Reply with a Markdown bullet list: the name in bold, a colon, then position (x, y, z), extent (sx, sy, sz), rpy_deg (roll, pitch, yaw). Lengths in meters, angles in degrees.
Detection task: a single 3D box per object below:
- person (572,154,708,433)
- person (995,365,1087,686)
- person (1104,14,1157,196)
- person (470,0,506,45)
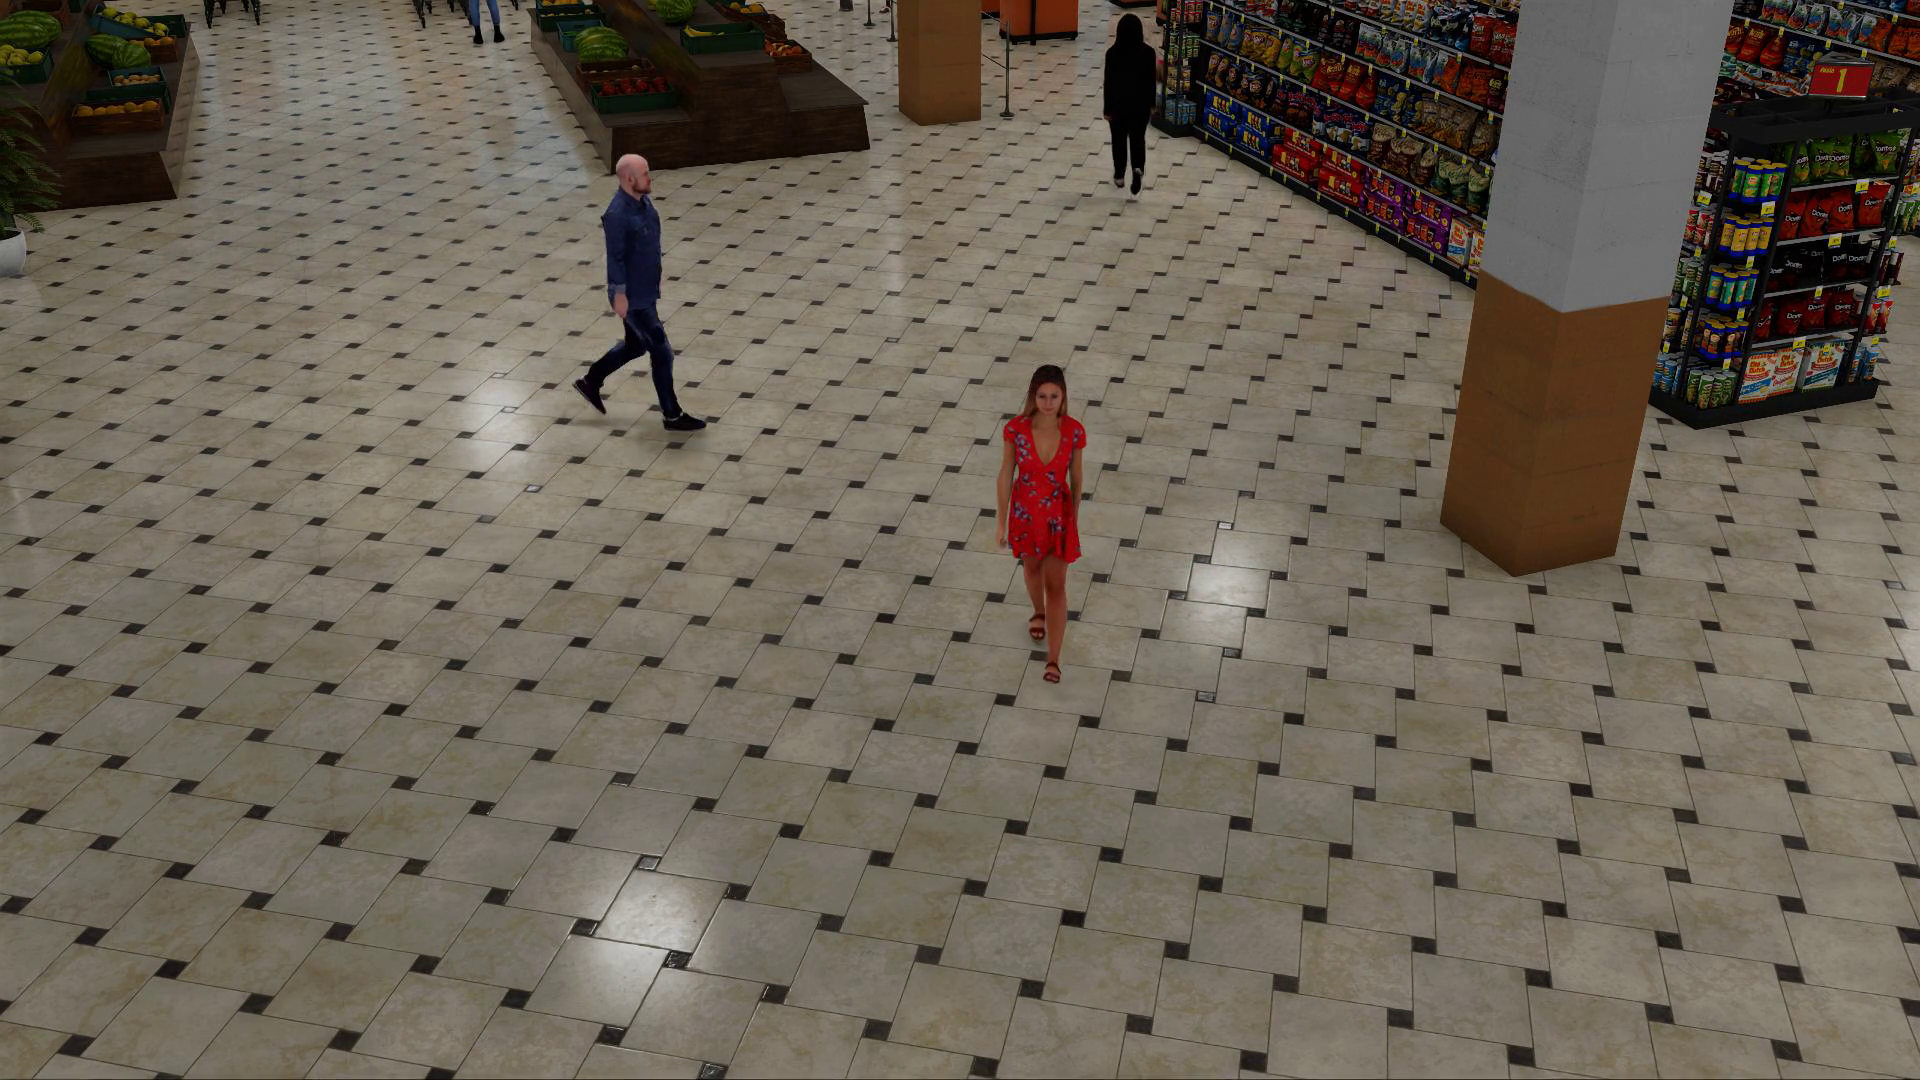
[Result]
- **person**: position (-2.116, -1.530, 10.529), extent (1.096, 1.789, 1.205), rpy_deg (2, 29, 4)
- **person**: position (0.403, -0.147, 8.238), extent (0.861, 1.557, 1.083), rpy_deg (3, 29, 6)
- **person**: position (1.545, -3.926, 15.120), extent (0.833, 1.595, 1.075), rpy_deg (-2, 29, -3)
- **person**: position (-6.037, -7.106, 20.833), extent (0.575, 1.701, 0.538), rpy_deg (-9, 30, -15)
